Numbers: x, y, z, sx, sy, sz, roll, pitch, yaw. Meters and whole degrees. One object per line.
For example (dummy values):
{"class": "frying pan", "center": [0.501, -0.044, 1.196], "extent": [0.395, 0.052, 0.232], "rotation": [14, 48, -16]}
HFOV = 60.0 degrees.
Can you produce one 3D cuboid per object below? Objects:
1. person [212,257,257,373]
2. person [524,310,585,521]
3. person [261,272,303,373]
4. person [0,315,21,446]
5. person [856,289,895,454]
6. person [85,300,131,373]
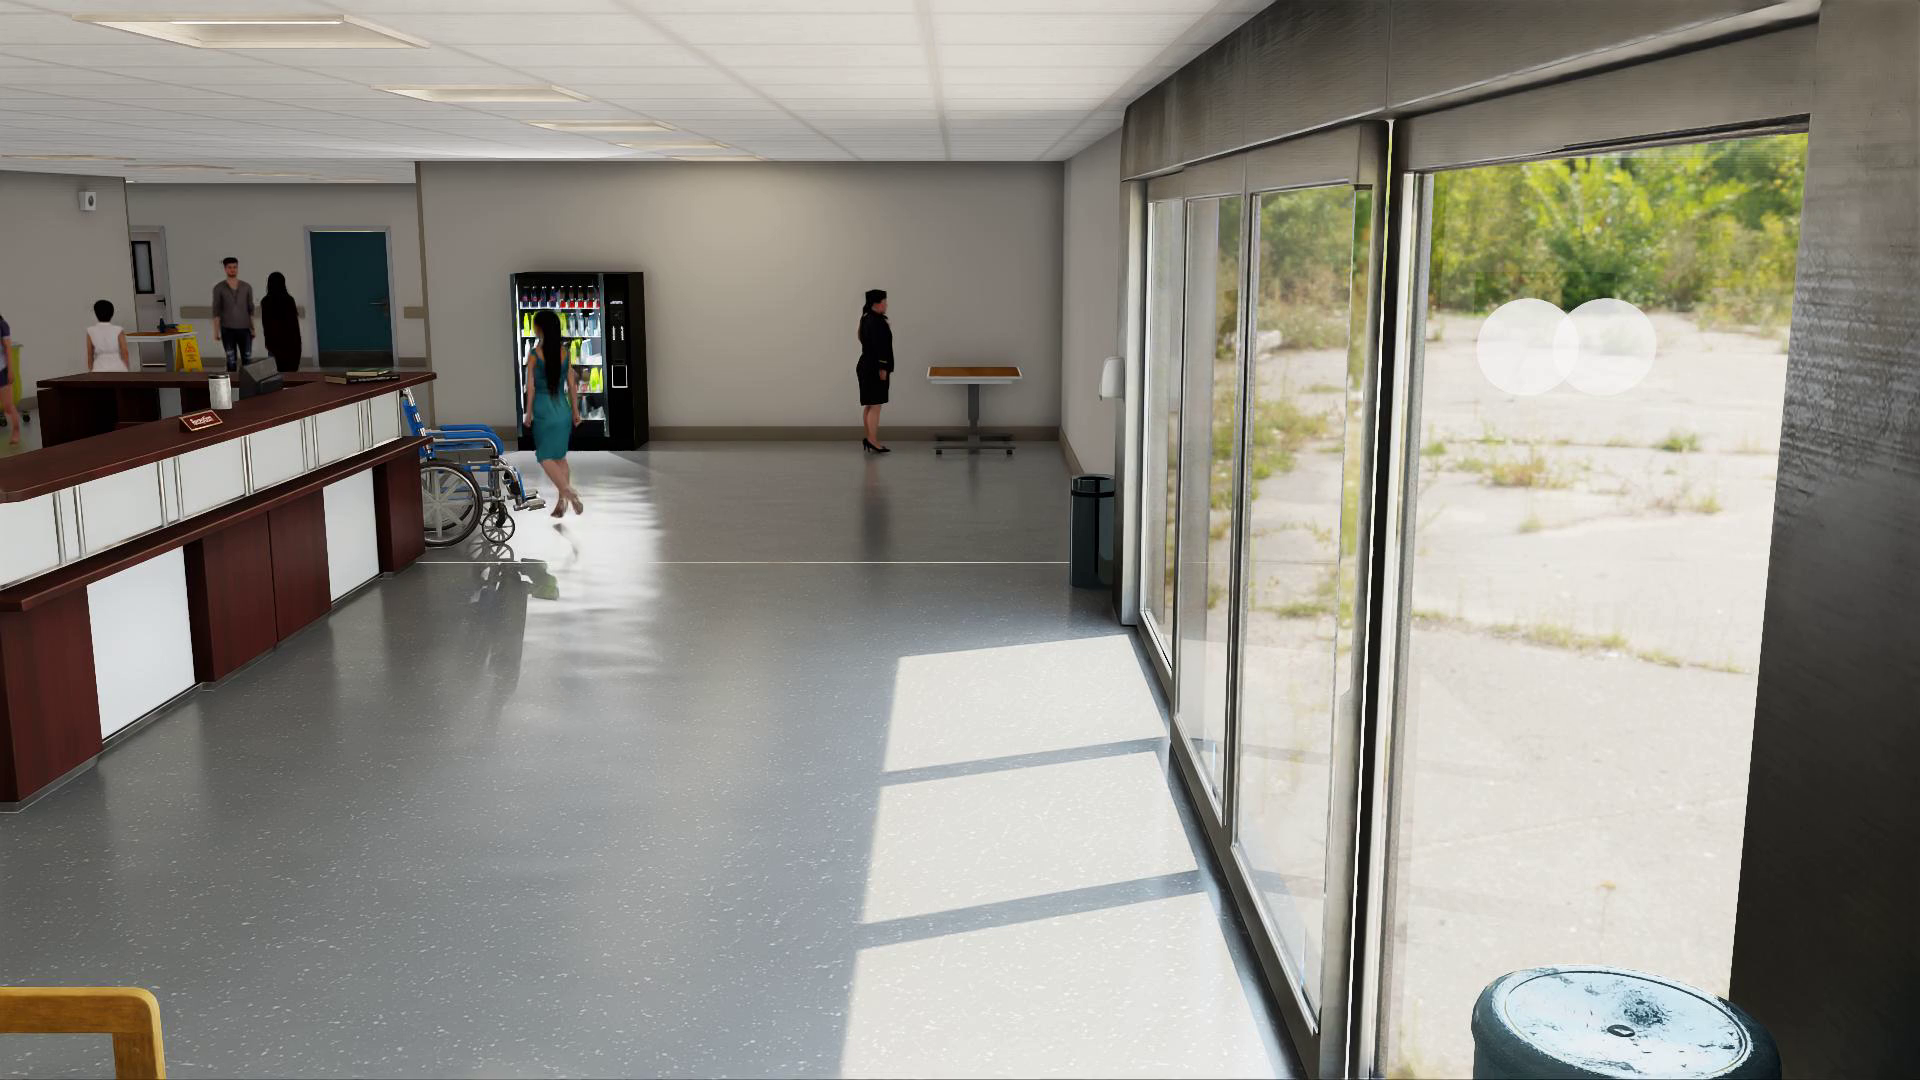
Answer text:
{"class": "person", "center": [-9.672, -2.780, 22.160], "extent": [1.267, 1.851, 1.174], "rotation": [-6, 12, -30]}
{"class": "person", "center": [-3.135, -0.920, 12.864], "extent": [0.906, 1.662, 0.978], "rotation": [-9, 14, -41]}
{"class": "person", "center": [-8.414, -2.407, 20.513], "extent": [1.057, 1.733, 1.001], "rotation": [5, 12, 26]}
{"class": "person", "center": [-9.883, -1.712, 17.013], "extent": [1.106, 1.672, 0.831], "rotation": [-3, 11, -14]}
{"class": "person", "center": [-0.884, -1.744, 17.182], "extent": [0.707, 1.671, 0.758], "rotation": [-3, 11, -13]}
{"class": "person", "center": [-8.948, -1.735, 17.479], "extent": [0.730, 1.542, 0.744], "rotation": [-3, 11, -17]}
